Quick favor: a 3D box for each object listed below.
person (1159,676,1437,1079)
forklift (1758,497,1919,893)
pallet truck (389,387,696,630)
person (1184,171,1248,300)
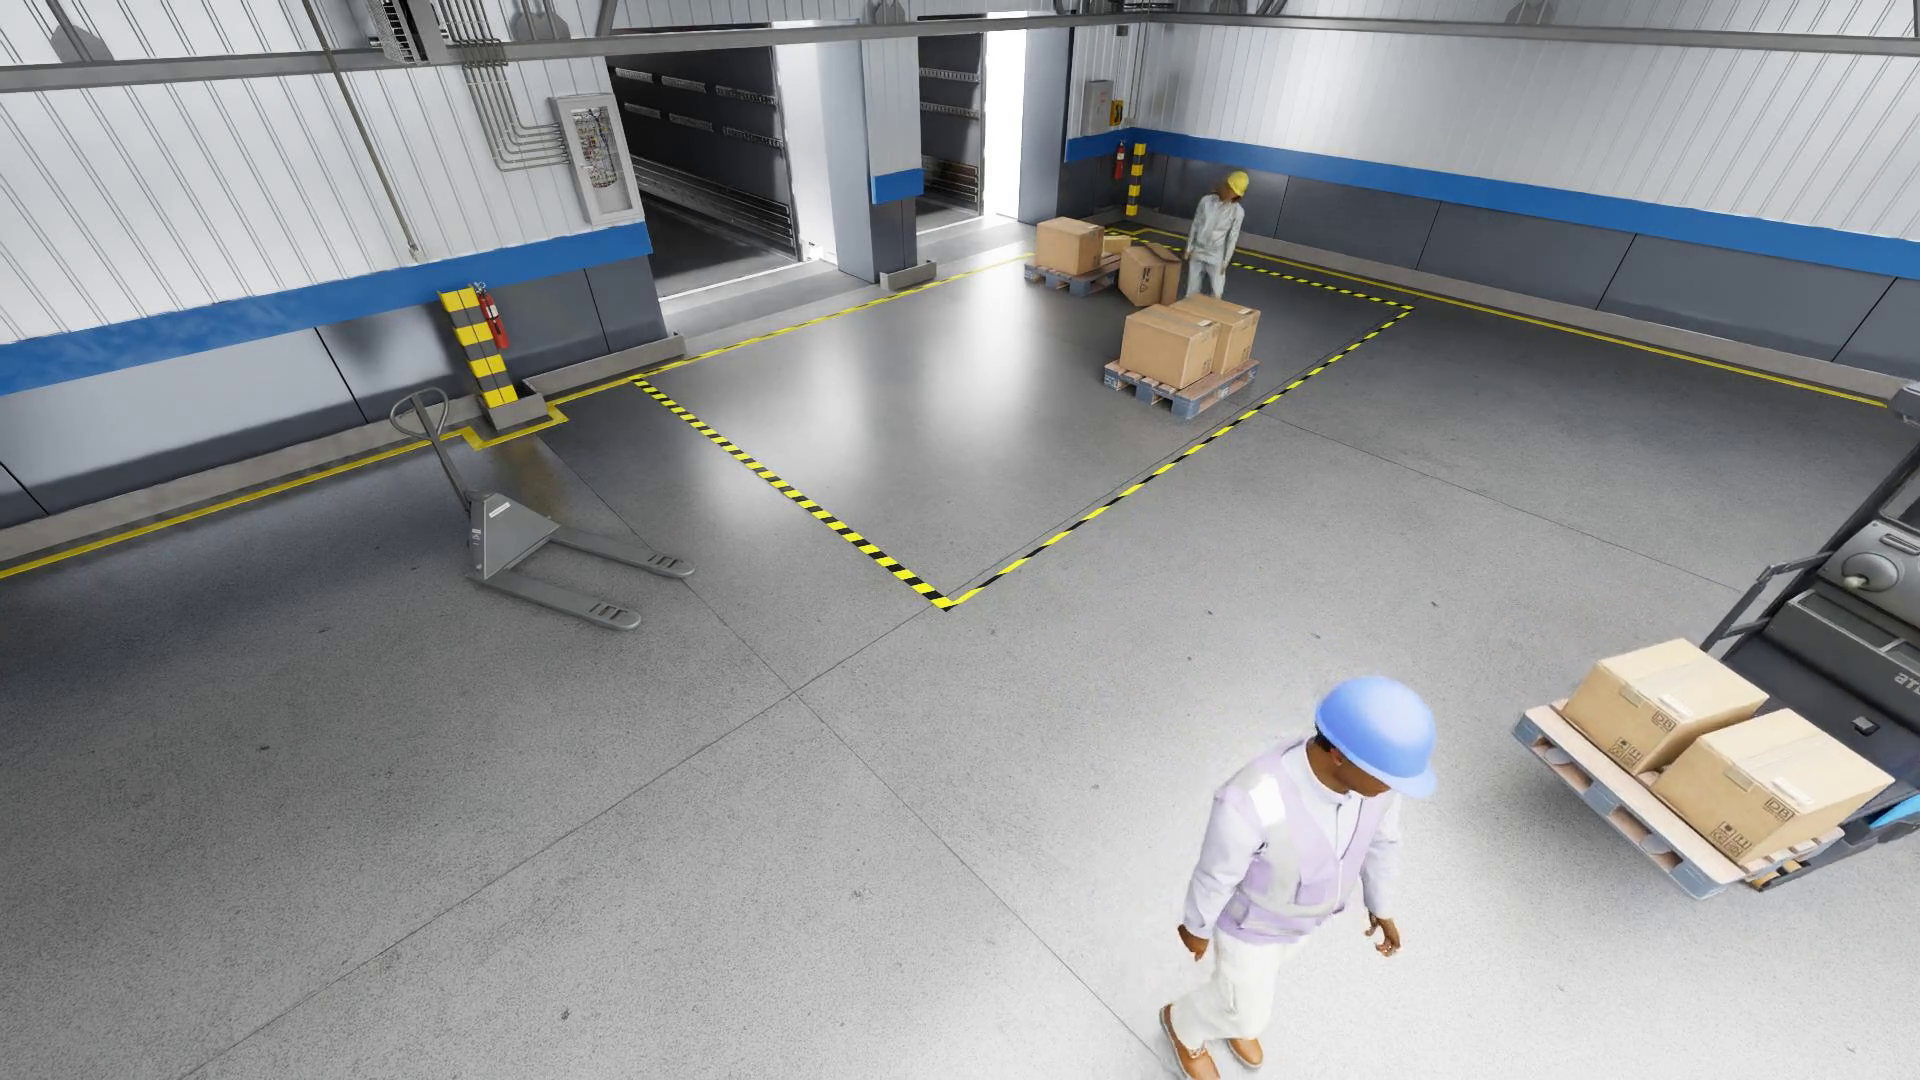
[{"bbox_3d":[0.987,1.122,2.255,0.628,1.928,0.486,-17,41,-21],"label":"person"},{"bbox_3d":[4.214,0.397,3.105,0.776,2.013,0.716,-10,39,-13],"label":"forklift"},{"bbox_3d":[-2.613,-0.247,4.593,1.601,1.201,0.680,14,40,17],"label":"pallet truck"},{"bbox_3d":[2.681,-3.013,7.802,0.607,1.699,0.342,27,45,31],"label":"person"}]
